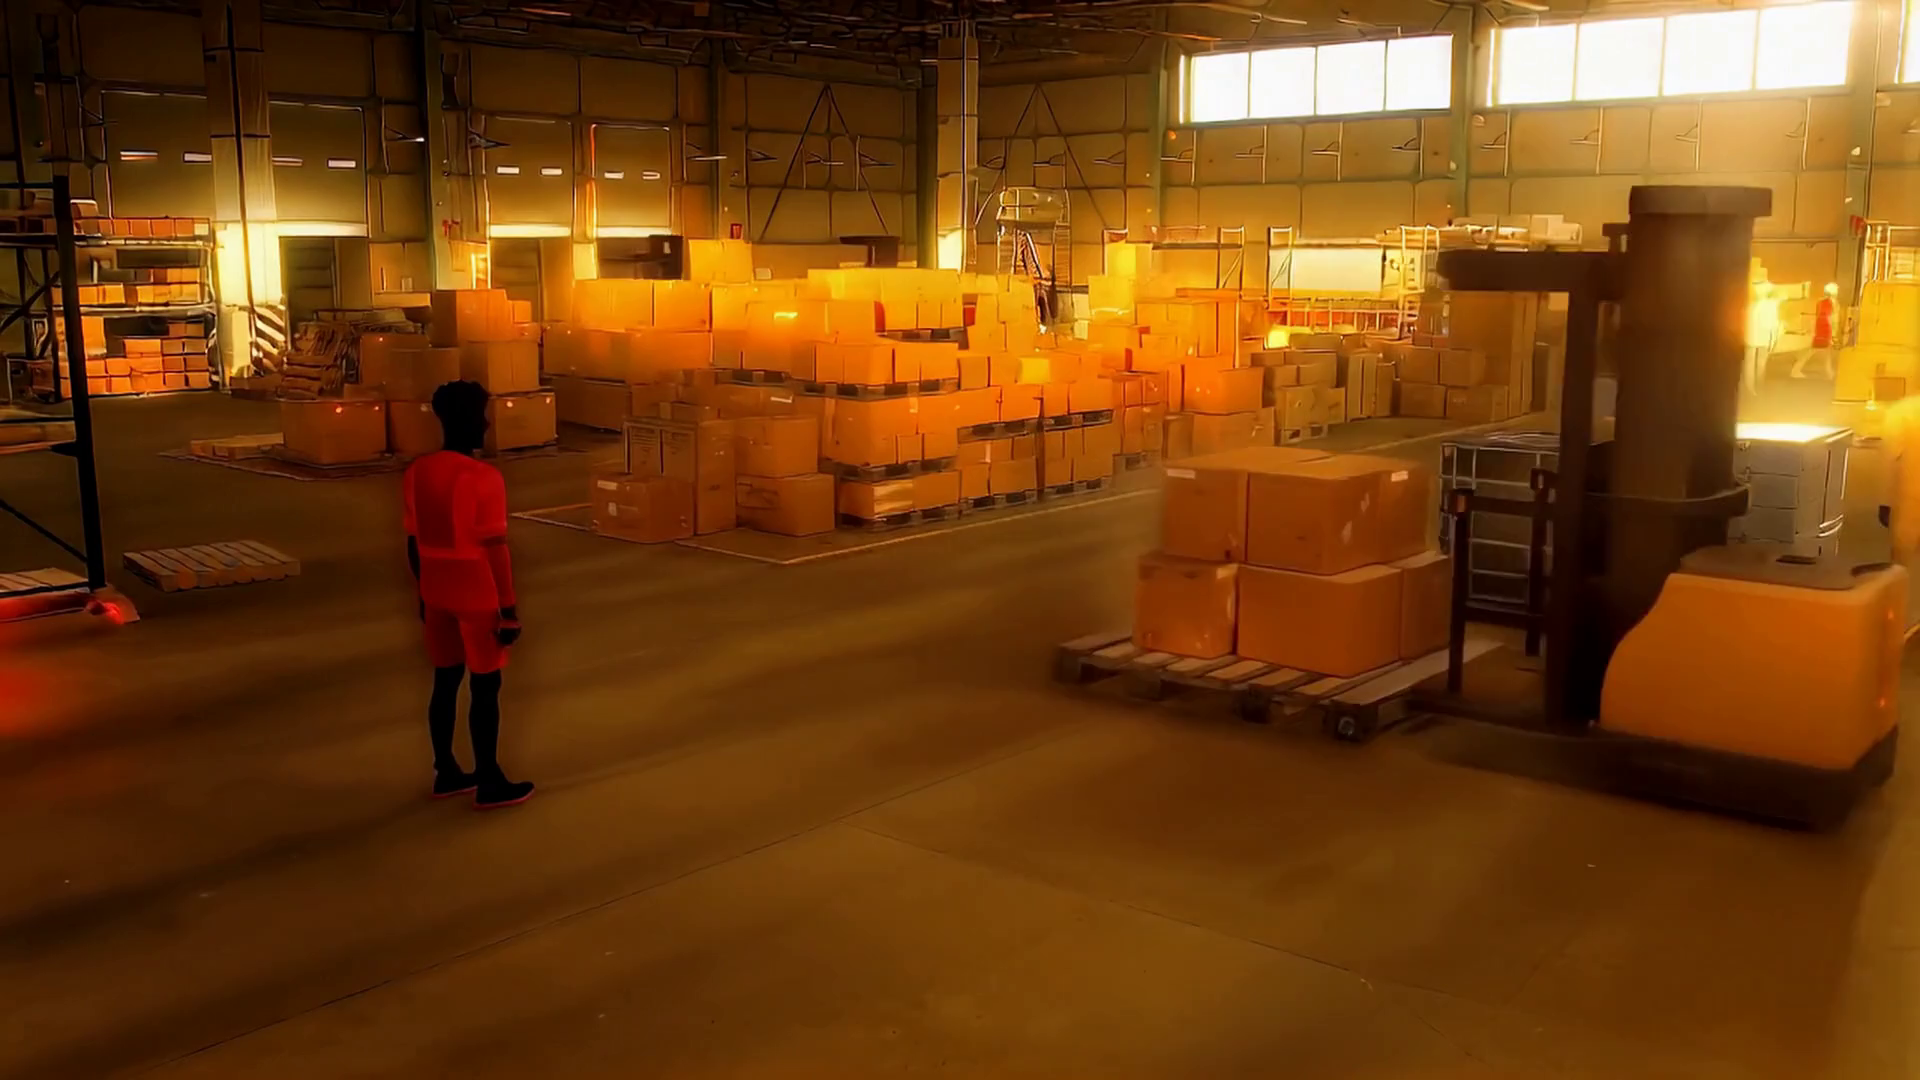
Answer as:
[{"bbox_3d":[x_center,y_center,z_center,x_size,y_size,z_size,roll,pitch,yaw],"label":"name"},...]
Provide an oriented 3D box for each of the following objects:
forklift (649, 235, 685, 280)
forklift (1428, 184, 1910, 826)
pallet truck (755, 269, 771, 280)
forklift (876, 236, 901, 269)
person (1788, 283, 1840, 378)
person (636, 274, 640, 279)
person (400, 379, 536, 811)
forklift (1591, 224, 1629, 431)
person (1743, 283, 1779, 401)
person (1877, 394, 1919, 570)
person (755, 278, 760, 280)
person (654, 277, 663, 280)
[{"bbox_3d":[-6.398,-5.293,36.529,1.873,2.768,1.129,-9,13,-42],"label":"forklift"},{"bbox_3d":[3.412,-0.263,7.888,1.873,2.768,1.129,8,13,40],"label":"forklift"},{"bbox_3d":[-4.996,-6.432,45.525,1.885,1.965,0.823,-6,12,-32],"label":"pallet truck"},{"bbox_3d":[-1.676,-5.747,39.112,1.873,2.768,1.129,-3,10,-18],"label":"forklift"},{"bbox_3d":[16.916,-4.110,32.697,1.050,1.883,0.539,5,11,26],"label":"person"},{"bbox_3d":[-7.529,-5.300,39.282,0.367,1.926,0.594,8,13,37],"label":"person"},{"bbox_3d":[-2.245,0.250,7.568,0.614,1.964,0.361,6,12,31],"label":"person"},{"bbox_3d":[7.945,-2.291,19.437,1.129,2.768,1.873,8,13,40],"label":"forklift"},{"bbox_3d":[13.451,-3.348,28.044,0.621,1.973,0.783,5,11,26],"label":"person"},{"bbox_3d":[6.304,-0.284,10.842,0.643,1.891,1.040,3,10,16],"label":"person"},{"bbox_3d":[-4.104,-4.298,33.544,0.355,1.936,0.637,-1,10,-5],"label":"person"},{"bbox_3d":[-6.507,-4.725,36.014,0.636,1.930,0.371,-4,11,-23],"label":"person"}]
